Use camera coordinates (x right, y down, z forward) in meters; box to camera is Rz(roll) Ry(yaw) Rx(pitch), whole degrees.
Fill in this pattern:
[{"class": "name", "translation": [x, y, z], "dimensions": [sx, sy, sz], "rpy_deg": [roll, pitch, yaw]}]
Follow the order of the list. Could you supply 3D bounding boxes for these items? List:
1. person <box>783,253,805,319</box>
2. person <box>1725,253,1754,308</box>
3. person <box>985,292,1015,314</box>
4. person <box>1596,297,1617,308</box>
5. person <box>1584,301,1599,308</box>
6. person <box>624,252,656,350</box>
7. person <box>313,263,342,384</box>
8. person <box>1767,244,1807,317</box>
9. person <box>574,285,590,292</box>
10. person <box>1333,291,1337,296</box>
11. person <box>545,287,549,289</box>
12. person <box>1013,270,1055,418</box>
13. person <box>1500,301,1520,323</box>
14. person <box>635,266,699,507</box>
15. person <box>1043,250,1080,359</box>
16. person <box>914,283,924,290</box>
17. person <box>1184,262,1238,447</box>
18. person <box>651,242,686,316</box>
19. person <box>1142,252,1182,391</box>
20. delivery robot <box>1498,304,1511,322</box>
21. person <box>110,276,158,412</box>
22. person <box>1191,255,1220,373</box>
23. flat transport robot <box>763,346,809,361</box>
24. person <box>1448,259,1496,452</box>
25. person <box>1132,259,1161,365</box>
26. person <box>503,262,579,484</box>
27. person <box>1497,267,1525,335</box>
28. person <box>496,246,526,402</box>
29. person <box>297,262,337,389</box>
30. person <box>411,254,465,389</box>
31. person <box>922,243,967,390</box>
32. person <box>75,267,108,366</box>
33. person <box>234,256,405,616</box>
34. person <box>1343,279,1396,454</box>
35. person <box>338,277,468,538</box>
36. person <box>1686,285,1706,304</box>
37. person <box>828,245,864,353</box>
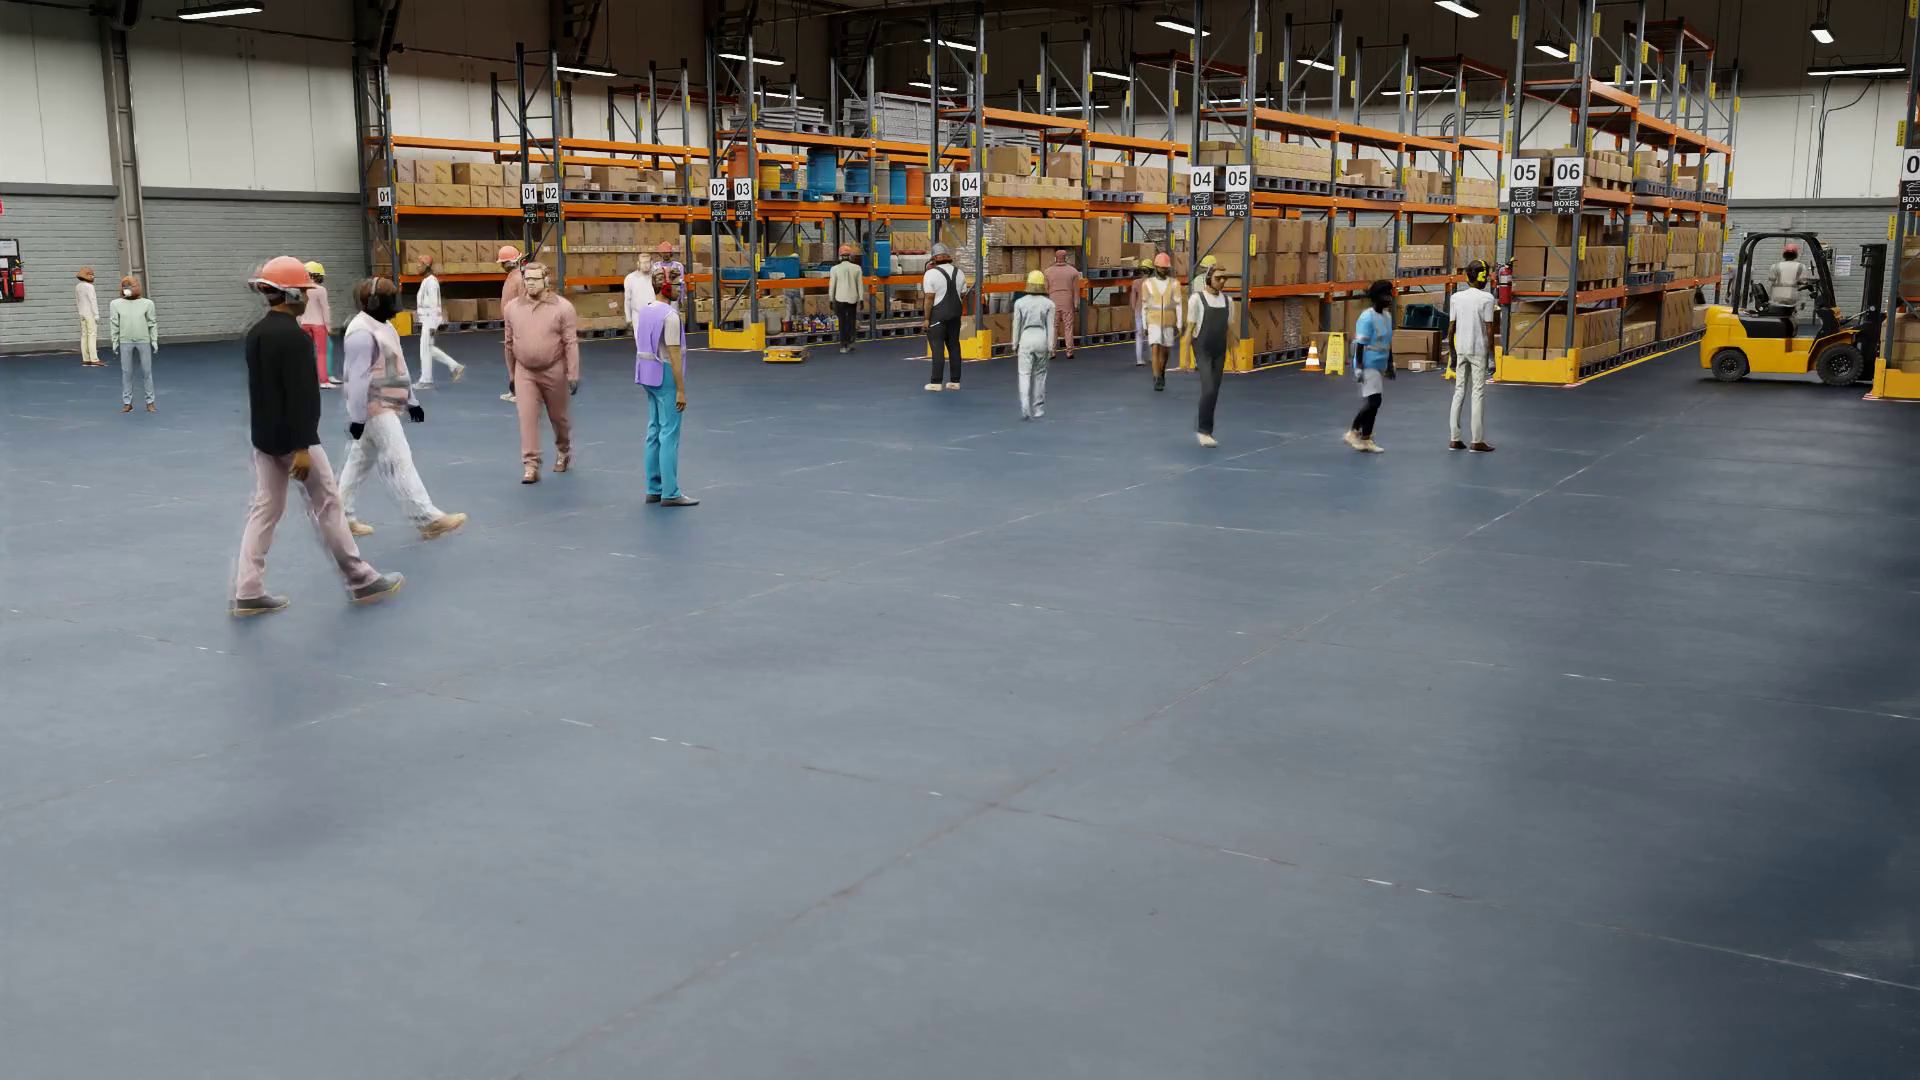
[{"class": "person", "translation": [-3.640, -5.411, 36.674], "dimensions": [0.610, 1.804, 0.766], "rpy_deg": [6, 12, 29]}, {"class": "person", "translation": [16.921, -5.314, 36.064], "dimensions": [0.562, 1.817, 0.963], "rpy_deg": [4, 11, 23]}, {"class": "person", "translation": [0.790, -4.815, 32.989], "dimensions": [0.625, 1.931, 0.375], "rpy_deg": [0, 10, 1]}, {"class": "person", "translation": [13.781, -5.206, 35.220], "dimensions": [0.636, 1.911, 0.405], "rpy_deg": [4, 11, 21]}, {"class": "person", "translation": [15.534, -6.033, 40.647], "dimensions": [0.532, 1.615, 0.635], "rpy_deg": [-8, 13, -39]}, {"class": "person", "translation": [-4.655, -3.315, 24.684], "dimensions": [0.649, 1.889, 0.616], "rpy_deg": [-3, 11, -16]}, {"class": "person", "translation": [-9.199, -3.095, 23.874], "dimensions": [0.671, 1.734, 0.517], "rpy_deg": [-8, 13, -37]}, {"class": "person", "translation": [15.331, -4.480, 30.895], "dimensions": [0.630, 2.002, 0.934], "rpy_deg": [4, 11, 22]}, {"class": "person", "translation": [-8.761, -5.919, 39.133], "dimensions": [0.912, 1.927, 0.638], "rpy_deg": [-9, 14, -41]}, {"class": "person", "translation": [9.899, -6.605, 43.873], "dimensions": [0.565, 1.626, 0.519], "rpy_deg": [4, 11, 21]}, {"class": "person", "translation": [-6.523, -3.389, 25.642], "dimensions": [0.550, 1.684, 0.389], "rpy_deg": [4, 11, 24]}, {"class": "person", "translation": [0.848, -2.257, 19.235], "dimensions": [0.495, 1.717, 0.736], "rpy_deg": [1, 10, 7]}, {"class": "person", "translation": [13.922, -6.372, 41.796], "dimensions": [0.659, 1.892, 0.643], "rpy_deg": [-4, 11, -22]}, {"class": "person", "translation": [-2.294, -1.178, 12.833], "dimensions": [0.373, 1.843, 0.570], "rpy_deg": [-7, 12, -35]}, {"class": "person", "translation": [1.775, -4.120, 29.132], "dimensions": [0.643, 1.912, 0.410], "rpy_deg": [1, 10, 5]}, {"class": "person", "translation": [-1.258, -8.445, 54.122], "dimensions": [0.499, 1.636, 0.286], "rpy_deg": [-4, 11, -22]}, {"class": "person", "translation": [2.506, -1.810, 16.412], "dimensions": [0.548, 1.829, 0.516], "rpy_deg": [-5, 11, -27]}, {"class": "person", "translation": [-5.336, -4.412, 30.434], "dimensions": [0.645, 2.041, 0.421], "rpy_deg": [0, 10, -1]}, {"class": "person", "translation": [2.798, -3.048, 23.163], "dimensions": [0.556, 1.910, 0.895], "rpy_deg": [0, 10, 0]}, {"class": "delivery robot", "translation": [13.123, -5.506, 40.430], "dimensions": [0.707, 0.478, 0.477], "rpy_deg": [0, 10, 2]}, {"class": "person", "translation": [-9.918, -2.350, 19.995], "dimensions": [0.504, 1.631, 0.279], "rpy_deg": [-4, 11, -20]}, {"class": "person", "translation": [3.852, -3.498, 25.867], "dimensions": [0.404, 1.832, 0.597], "rpy_deg": [-6, 12, -30]}, {"class": "flat transport robot", "translation": [-2.991, -3.217, 28.667], "dimensions": [0.652, 0.197, 1.431], "rpy_deg": [0, 10, 0]}, {"class": "person", "translation": [4.994, -1.788, 16.201], "dimensions": [0.326, 1.865, 0.518], "rpy_deg": [-8, 13, -39]}, {"class": "person", "translation": [3.146, -3.791, 27.728], "dimensions": [0.547, 1.741, 0.711], "rpy_deg": [6, 12, 29]}, {"class": "person", "translation": [-3.599, -1.460, 14.353], "dimensions": [0.649, 1.869, 0.970], "rpy_deg": [0, 10, -1]}, {"class": "person", "translation": [11.258, -4.975, 34.020], "dimensions": [0.563, 1.891, 1.018], "rpy_deg": [4, 11, 20]}, {"class": "person", "translation": [-5.700, -2.757, 21.290], "dimensions": [0.393, 1.985, 0.611], "rpy_deg": [-7, 12, -33]}, {"class": "person", "translation": [-8.993, -2.986, 23.185], "dimensions": [0.525, 1.769, 0.311], "rpy_deg": [3, 11, 16]}, {"class": "person", "translation": [-7.334, -3.033, 23.149], "dimensions": [0.689, 1.870, 0.594], "rpy_deg": [-4, 11, -21]}, {"class": "person", "translation": [-0.272, -3.089, 22.990], "dimensions": [0.682, 2.000, 0.536], "rpy_deg": [-8, 13, -38]}, {"class": "person", "translation": [-14.388, -3.687, 27.480], "dimensions": [0.499, 1.633, 0.284], "rpy_deg": [7, 12, 33]}, {"class": "person", "translation": [-3.615, -0.571, 9.162], "dimensions": [0.642, 1.947, 0.924], "rpy_deg": [9, 13, 41]}, {"class": "person", "translation": [3.950, -1.646, 15.909], "dimensions": [0.352, 1.678, 0.560], "rpy_deg": [8, 13, 36]}, {"class": "person", "translation": [-3.932, -0.896, 11.420], "dimensions": [0.976, 1.788, 0.642], "rpy_deg": [-2, 10, -8]}, {"class": "person", "translation": [17.039, -5.775, 38.547], "dimensions": [0.590, 1.868, 1.048], "rpy_deg": [-10, 14, -43]}, {"class": "person", "translation": [-2.143, -4.484, 30.983], "dimensions": [0.653, 1.971, 0.677], "rpy_deg": [-3, 10, -15]}]
